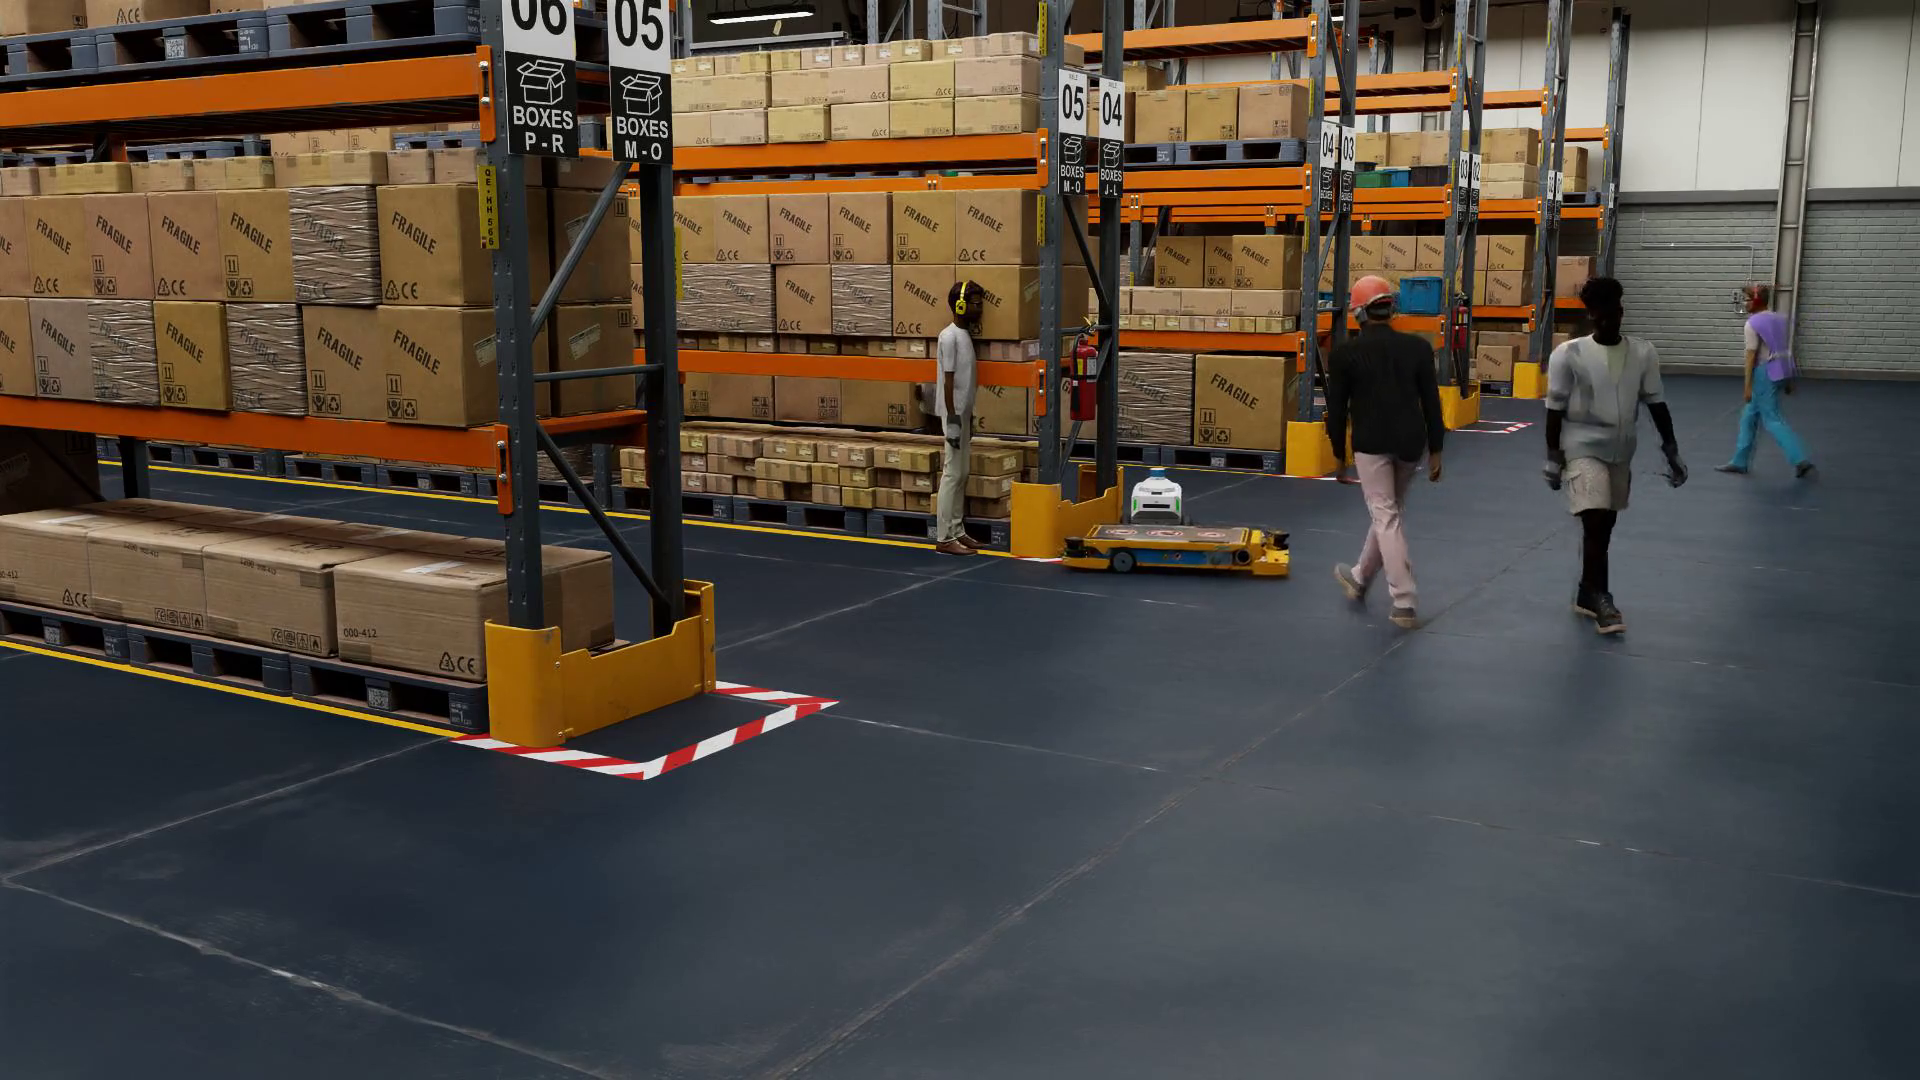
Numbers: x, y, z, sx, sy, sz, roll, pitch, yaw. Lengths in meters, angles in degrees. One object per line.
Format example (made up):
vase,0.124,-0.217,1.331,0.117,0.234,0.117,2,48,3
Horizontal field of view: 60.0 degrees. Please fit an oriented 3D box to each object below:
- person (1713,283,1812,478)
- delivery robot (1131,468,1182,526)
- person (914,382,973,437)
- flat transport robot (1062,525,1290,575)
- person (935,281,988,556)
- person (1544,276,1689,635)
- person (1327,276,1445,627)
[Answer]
person,7.478,-1.461,15.298,0.611,1.794,0.880,-9,13,-43
delivery robot,1.370,-0.257,11.558,0.477,0.478,0.707,1,10,8
person,-0.086,-1.455,14.598,0.643,2.015,0.715,-6,11,-29
flat transport robot,1.420,0.051,10.859,1.431,0.197,0.652,2,10,12
person,0.005,-0.823,11.343,0.333,1.860,0.510,2,10,14
person,3.577,-0.457,9.026,0.727,1.919,0.858,-2,10,-13
person,2.384,-0.523,9.426,0.618,1.911,1.027,-2,10,-9
